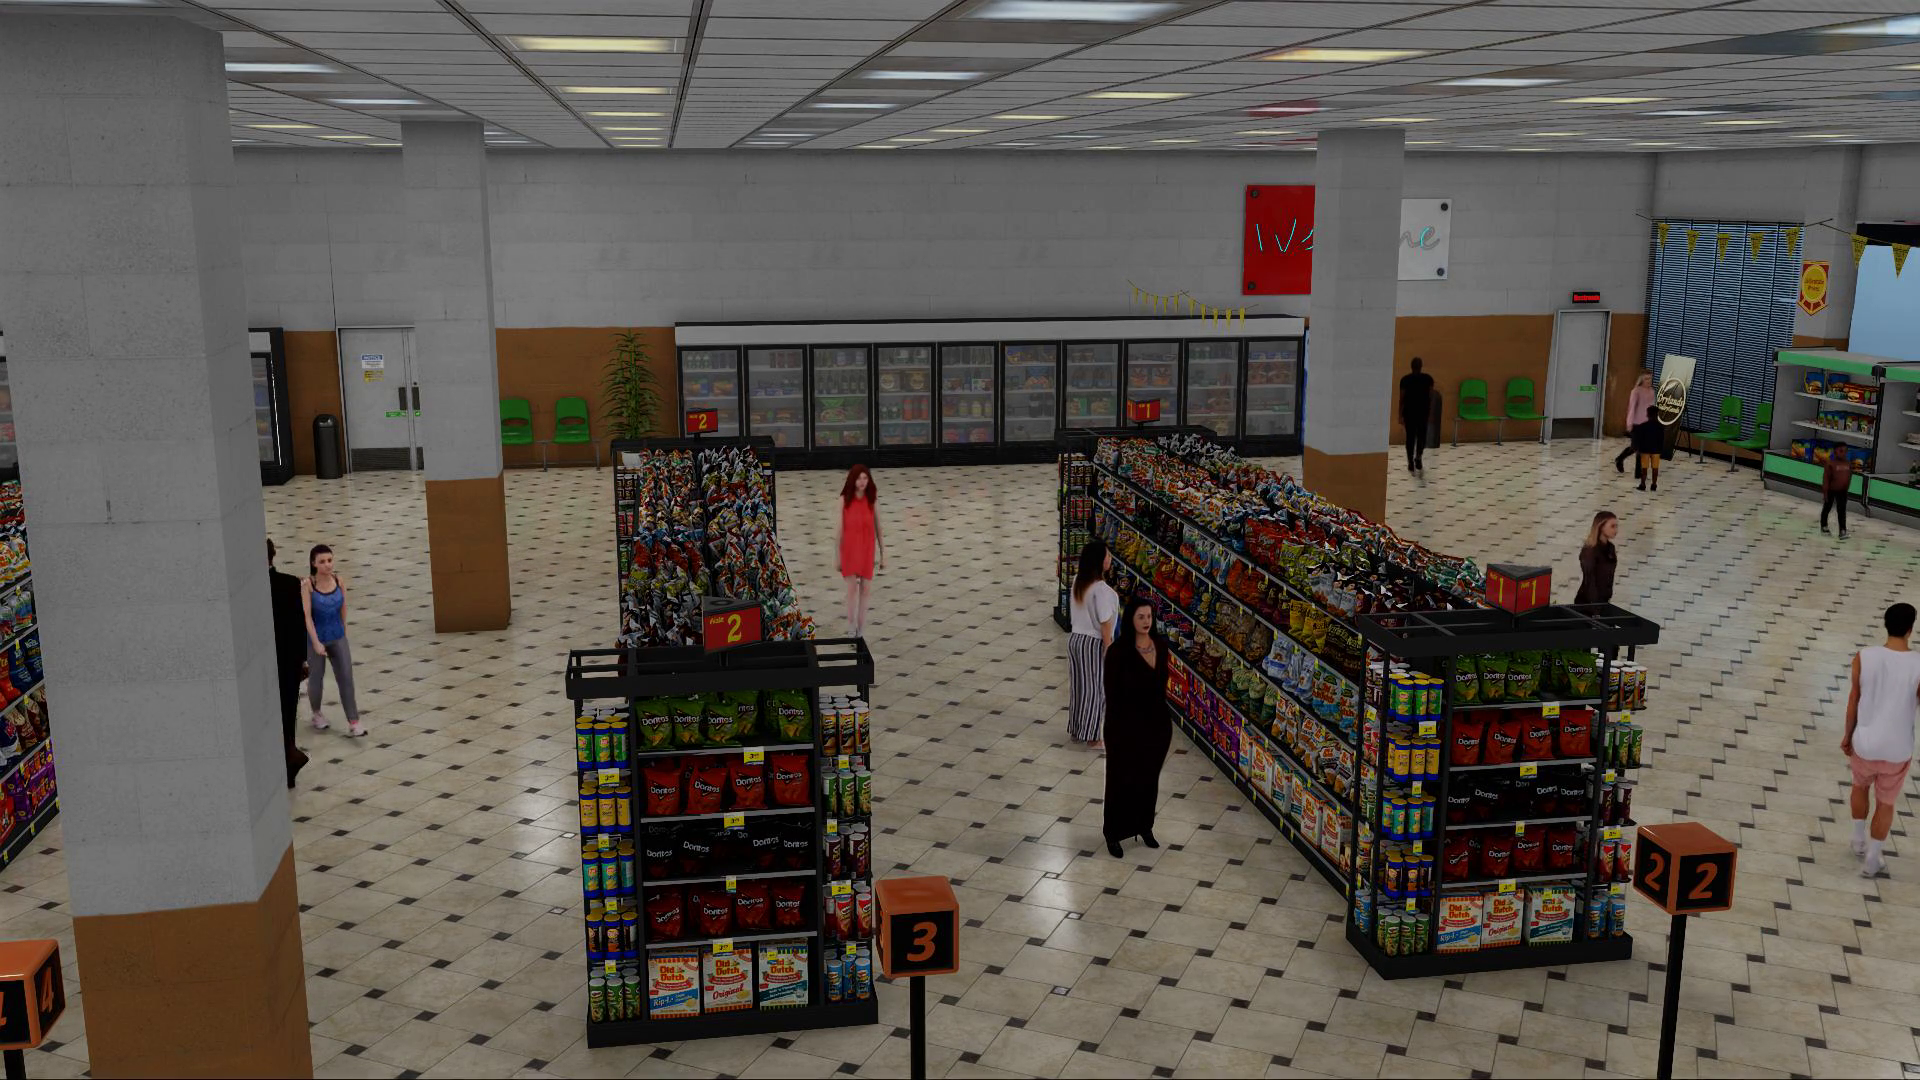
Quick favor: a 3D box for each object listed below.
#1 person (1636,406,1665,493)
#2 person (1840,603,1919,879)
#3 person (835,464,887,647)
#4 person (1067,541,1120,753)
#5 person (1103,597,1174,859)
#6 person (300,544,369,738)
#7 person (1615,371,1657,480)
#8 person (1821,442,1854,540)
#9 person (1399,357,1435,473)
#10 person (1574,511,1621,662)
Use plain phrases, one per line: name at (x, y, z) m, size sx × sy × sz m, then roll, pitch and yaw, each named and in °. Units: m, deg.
person at (10.162, -1.344, 24.474) m, size 0.578 × 1.266 × 0.603 m, roll 2°, pitch 12°, yaw 8°
person at (5.901, 1.308, 10.660) m, size 0.878 × 1.768 × 0.933 m, roll 10°, pitch 15°, yaw 38°
person at (-1.015, 0.150, 16.048) m, size 0.662 × 1.813 × 0.646 m, roll -4°, pitch 13°, yaw -20°
person at (1.045, 0.822, 13.185) m, size 0.806 × 1.680 × 0.647 m, roll -5°, pitch 13°, yaw -23°
person at (1.169, 1.229, 11.063) m, size 0.758 × 1.757 × 0.751 m, roll -8°, pitch 14°, yaw -32°
person at (-5.171, 0.824, 13.443) m, size 0.920 × 1.569 × 1.104 m, roll -11°, pitch 16°, yaw -43°
person at (10.390, -1.773, 25.526) m, size 0.662 × 1.671 × 0.881 m, roll -3°, pitch 12°, yaw -15°
person at (11.127, -0.628, 21.189) m, size 0.653 × 1.218 × 0.945 m, roll 0°, pitch 12°, yaw 2°
person at (7.136, -1.941, 25.989) m, size 0.847 × 1.809 × 0.976 m, roll 2°, pitch 12°, yaw 10°
person at (5.395, 0.571, 14.373) m, size 0.795 × 1.680 × 0.911 m, roll -8°, pitch 14°, yaw -33°
